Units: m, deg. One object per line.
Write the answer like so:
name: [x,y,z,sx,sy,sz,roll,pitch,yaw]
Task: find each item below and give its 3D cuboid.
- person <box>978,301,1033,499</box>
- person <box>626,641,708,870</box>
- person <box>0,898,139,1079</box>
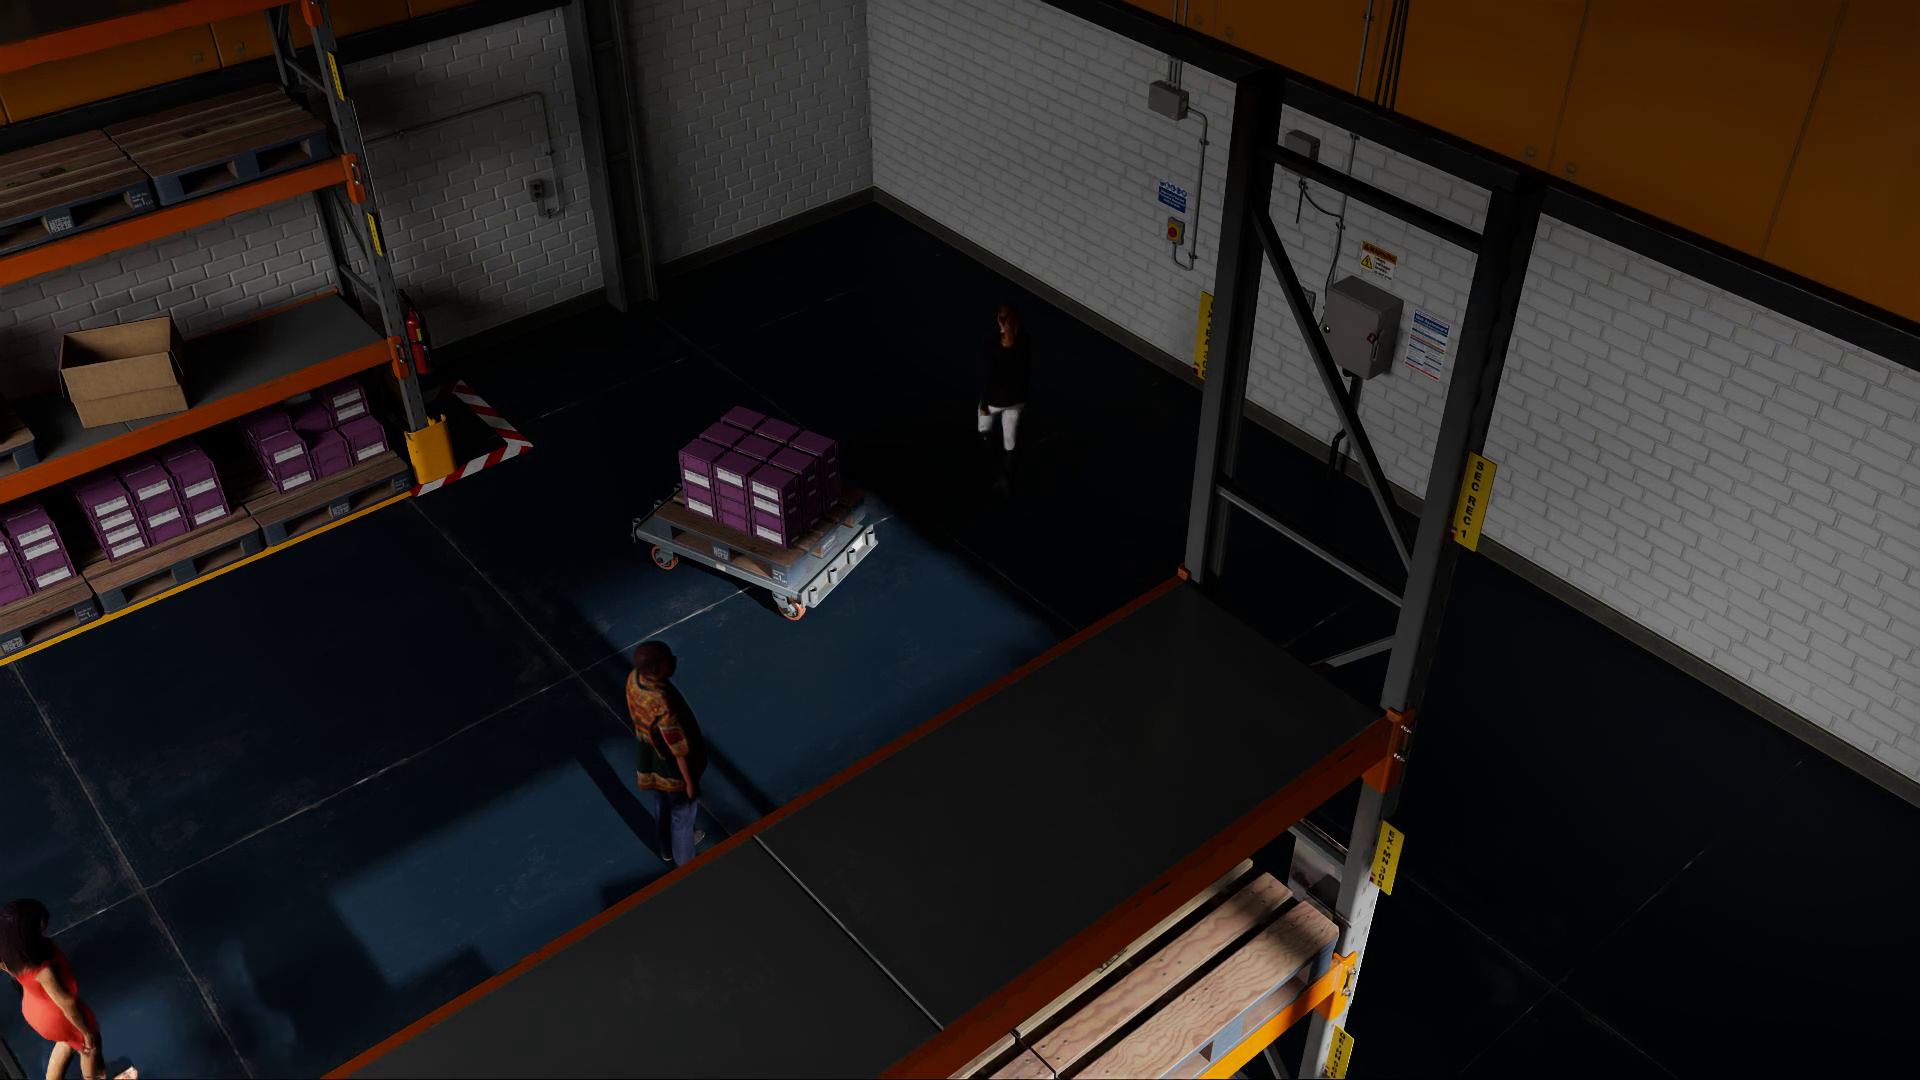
person: [0.376,-1.014,12.718,0.618,1.720,0.721,-16,41,-19]
person: [-1.711,1.287,9.766,0.695,1.808,0.727,-21,43,-25]
person: [-4.612,2.456,8.389,0.762,1.699,0.877,17,42,20]
